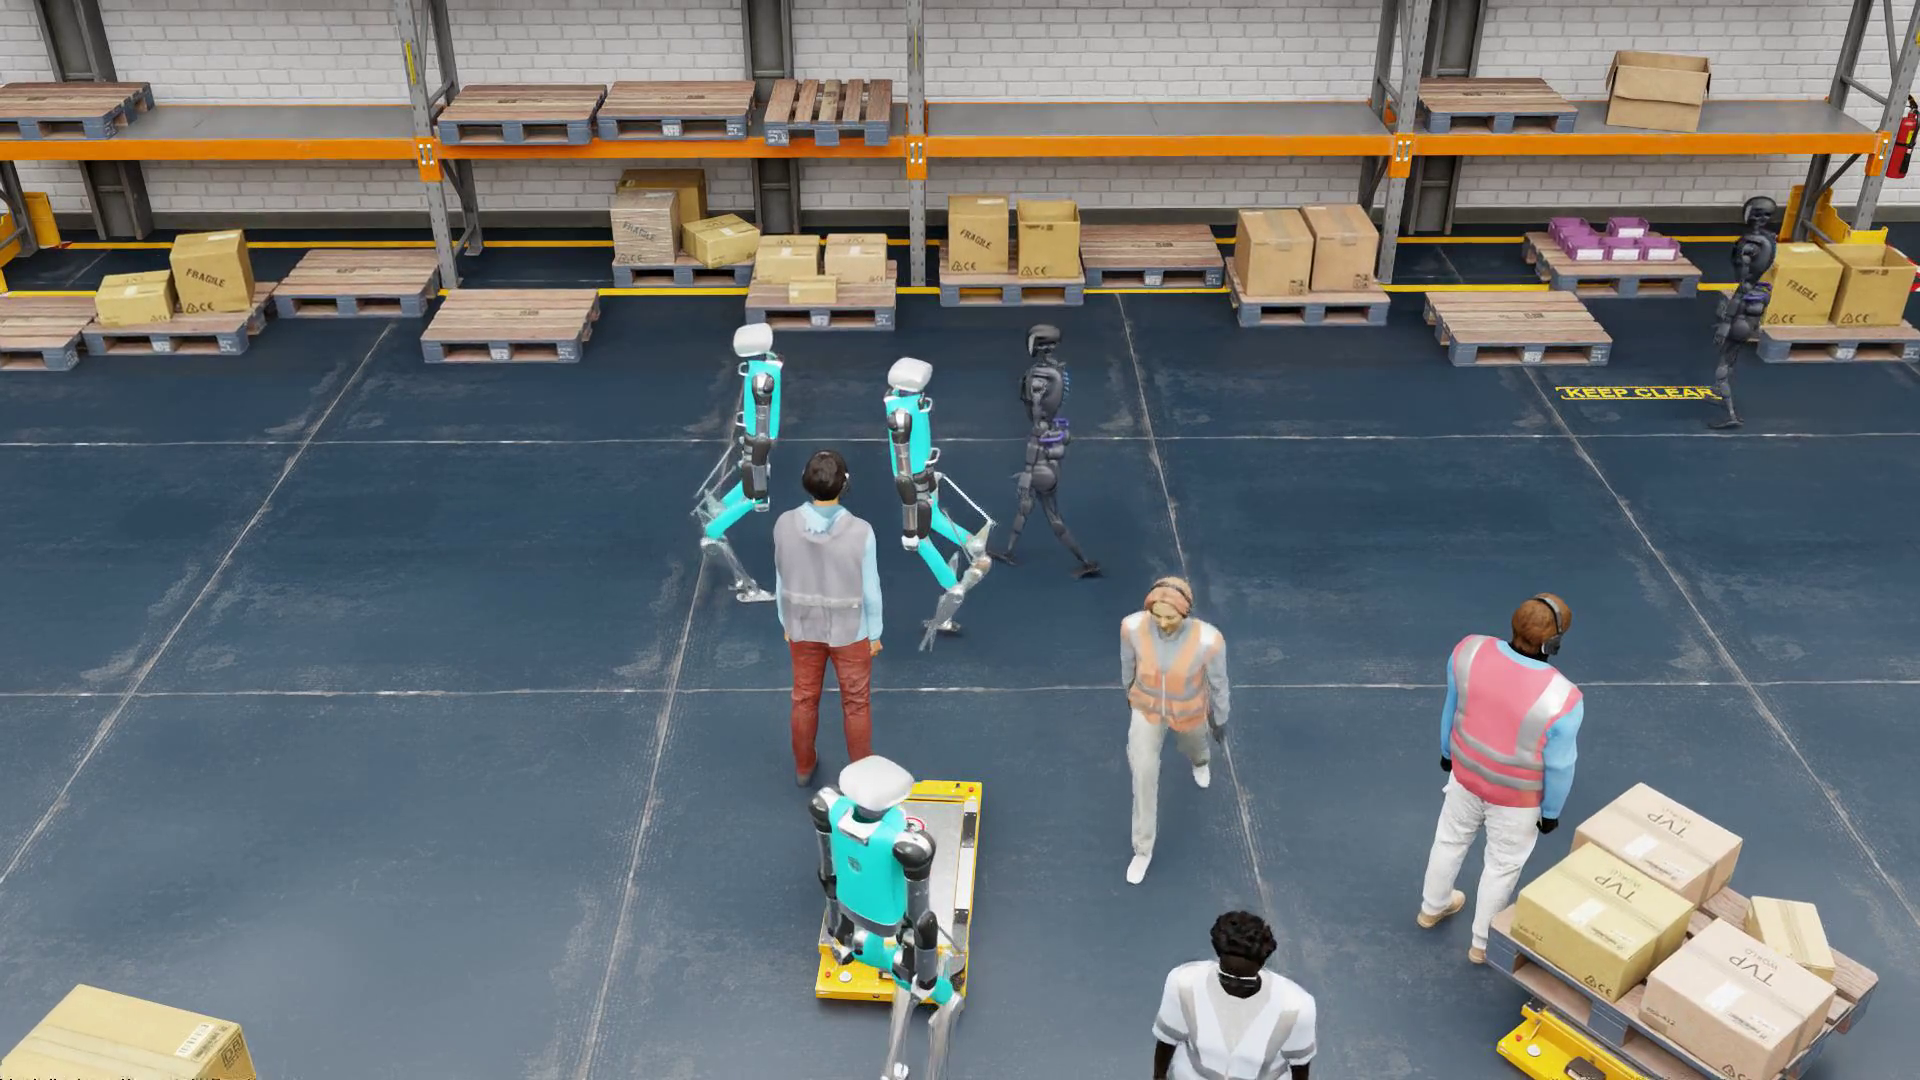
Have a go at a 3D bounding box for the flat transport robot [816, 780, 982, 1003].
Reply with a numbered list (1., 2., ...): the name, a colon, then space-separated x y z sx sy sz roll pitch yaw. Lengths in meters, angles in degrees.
1. flat transport robot: -0.258 1.576 7.787 0.659 0.231 1.431 2 31 3

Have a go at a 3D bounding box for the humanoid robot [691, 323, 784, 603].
1. humanoid robot: -1.322 -0.400 9.619 0.680 1.766 0.530 -2 31 -4

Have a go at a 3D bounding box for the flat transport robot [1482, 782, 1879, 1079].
1. flat transport robot: 3.006 1.987 7.104 1.431 0.231 0.659 -22 38 -32

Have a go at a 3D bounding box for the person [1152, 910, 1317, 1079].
1. person: 0.907 1.967 5.754 0.554 1.678 0.530 12 33 18

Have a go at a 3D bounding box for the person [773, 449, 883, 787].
1. person: -0.644 0.435 8.136 0.535 1.870 0.417 7 32 11

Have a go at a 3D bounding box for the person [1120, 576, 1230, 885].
1. person: 1.027 0.754 7.877 0.532 1.585 0.882 9 32 15

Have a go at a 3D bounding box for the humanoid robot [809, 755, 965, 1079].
1. humanoid robot: -0.198 1.499 6.468 0.532 1.775 0.651 21 37 31

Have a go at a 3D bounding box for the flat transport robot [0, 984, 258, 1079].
1. flat transport robot: -3.007 2.682 5.946 1.431 0.231 0.659 9 32 14

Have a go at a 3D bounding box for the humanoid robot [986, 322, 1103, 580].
1. humanoid robot: 0.507 -0.509 9.951 0.768 1.644 0.606 6 32 10

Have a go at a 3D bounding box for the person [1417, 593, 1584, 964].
1. person: 2.347 1.023 7.197 0.431 1.835 0.628 -23 38 -33

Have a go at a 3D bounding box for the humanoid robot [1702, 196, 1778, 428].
1. humanoid robot: 5.544 -1.613 11.725 0.391 1.638 0.594 18 35 27

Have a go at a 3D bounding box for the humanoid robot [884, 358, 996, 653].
1. humanoid robot: -0.053 -0.147 9.246 0.707 1.804 0.545 4 31 6
